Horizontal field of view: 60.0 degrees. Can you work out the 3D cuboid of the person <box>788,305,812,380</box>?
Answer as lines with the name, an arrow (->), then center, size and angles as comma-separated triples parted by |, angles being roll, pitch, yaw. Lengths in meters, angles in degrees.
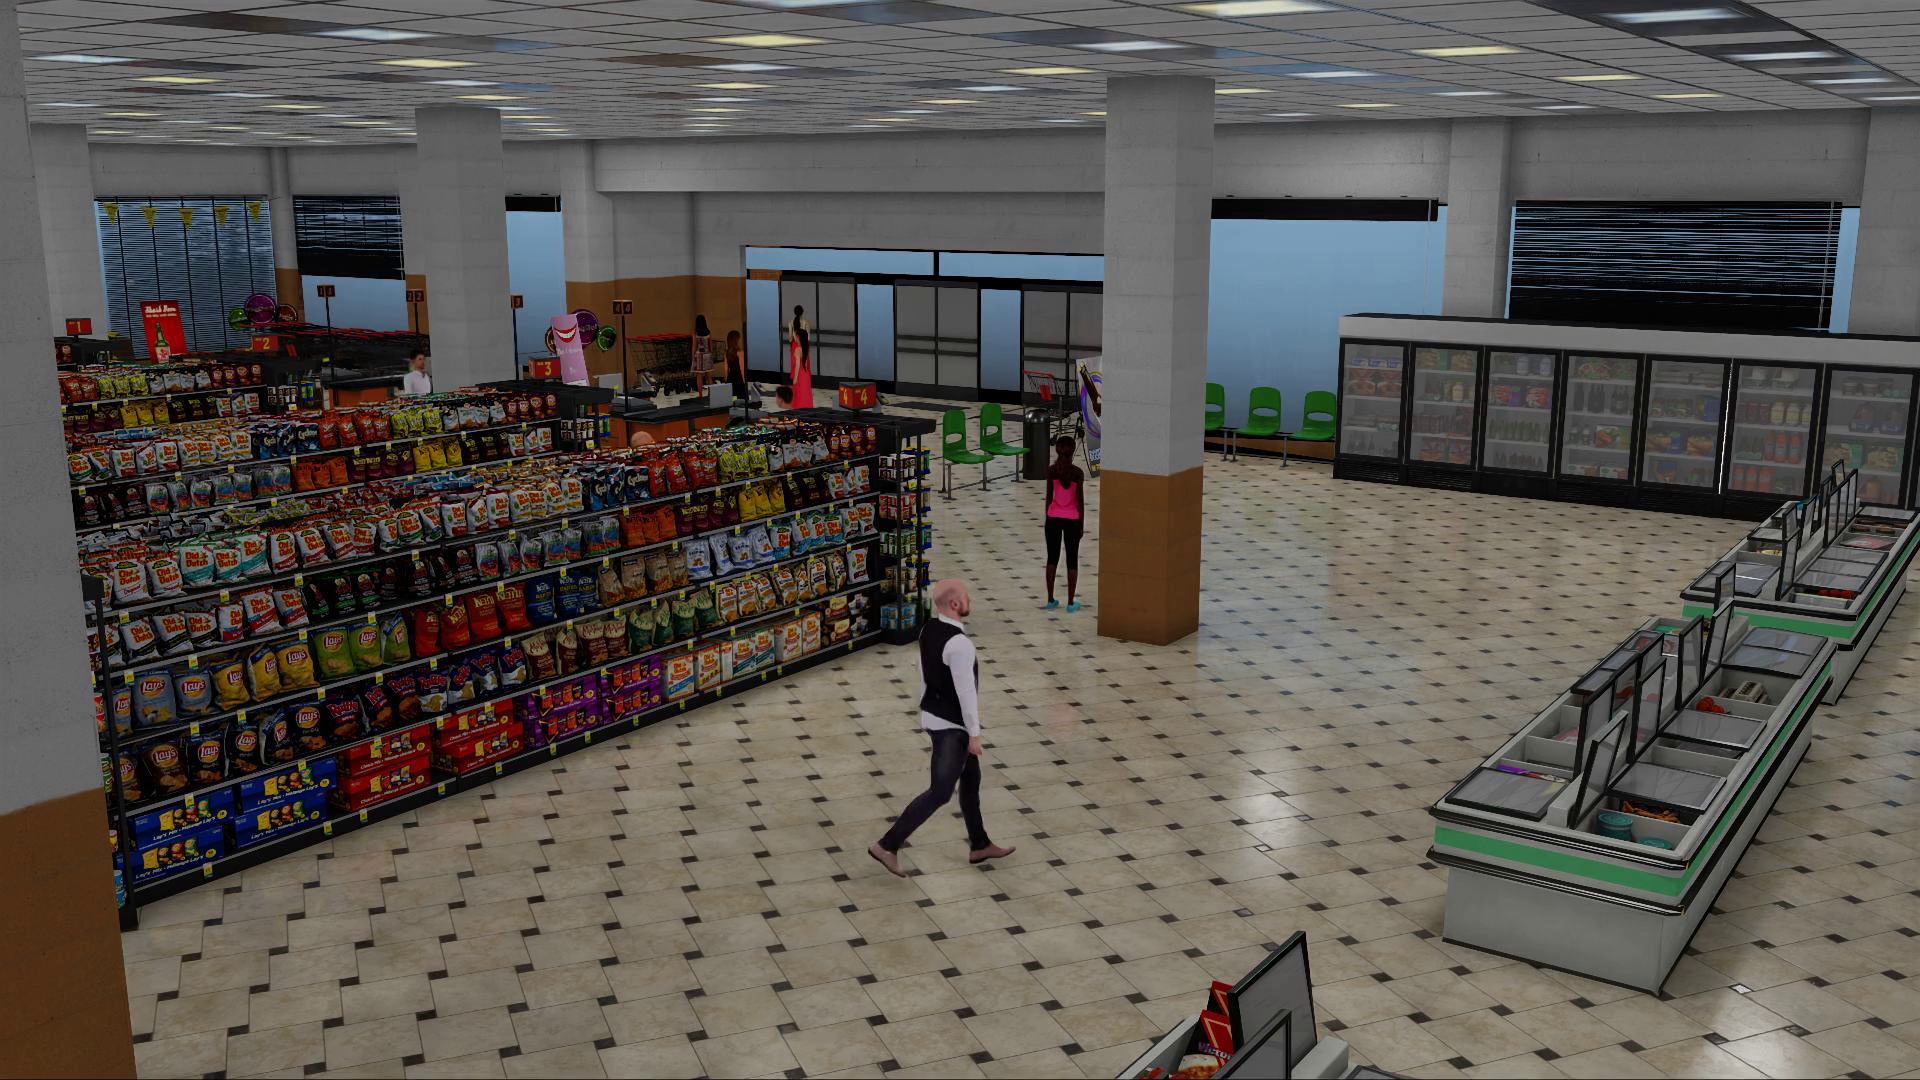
person -> -3.191, -3.776, 33.117 | 0.677, 1.793, 0.703 | 0, 12, 0

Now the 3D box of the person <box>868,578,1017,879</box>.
person -> -0.136, 1.139, 9.785 | 1.321, 1.788, 1.110 | -5, 13, -23

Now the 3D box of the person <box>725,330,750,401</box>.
person -> -3.599, -2.444, 26.688 | 0.570, 1.835, 0.506 | 8, 14, 34

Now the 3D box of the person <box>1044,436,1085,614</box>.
person -> 0.997, -0.162, 16.123 | 0.607, 1.723, 0.630 | 4, 12, 17

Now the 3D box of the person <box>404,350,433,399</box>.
person -> -7.623, -1.741, 23.301 | 0.745, 1.854, 0.751 | 6, 13, 25

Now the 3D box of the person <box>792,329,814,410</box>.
person -> -2.713, -2.750, 28.403 | 0.742, 1.726, 0.608 | 4, 12, 17

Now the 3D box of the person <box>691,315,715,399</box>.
person -> -5.053, -3.588, 32.583 | 0.575, 1.644, 0.767 | -9, 15, -37
